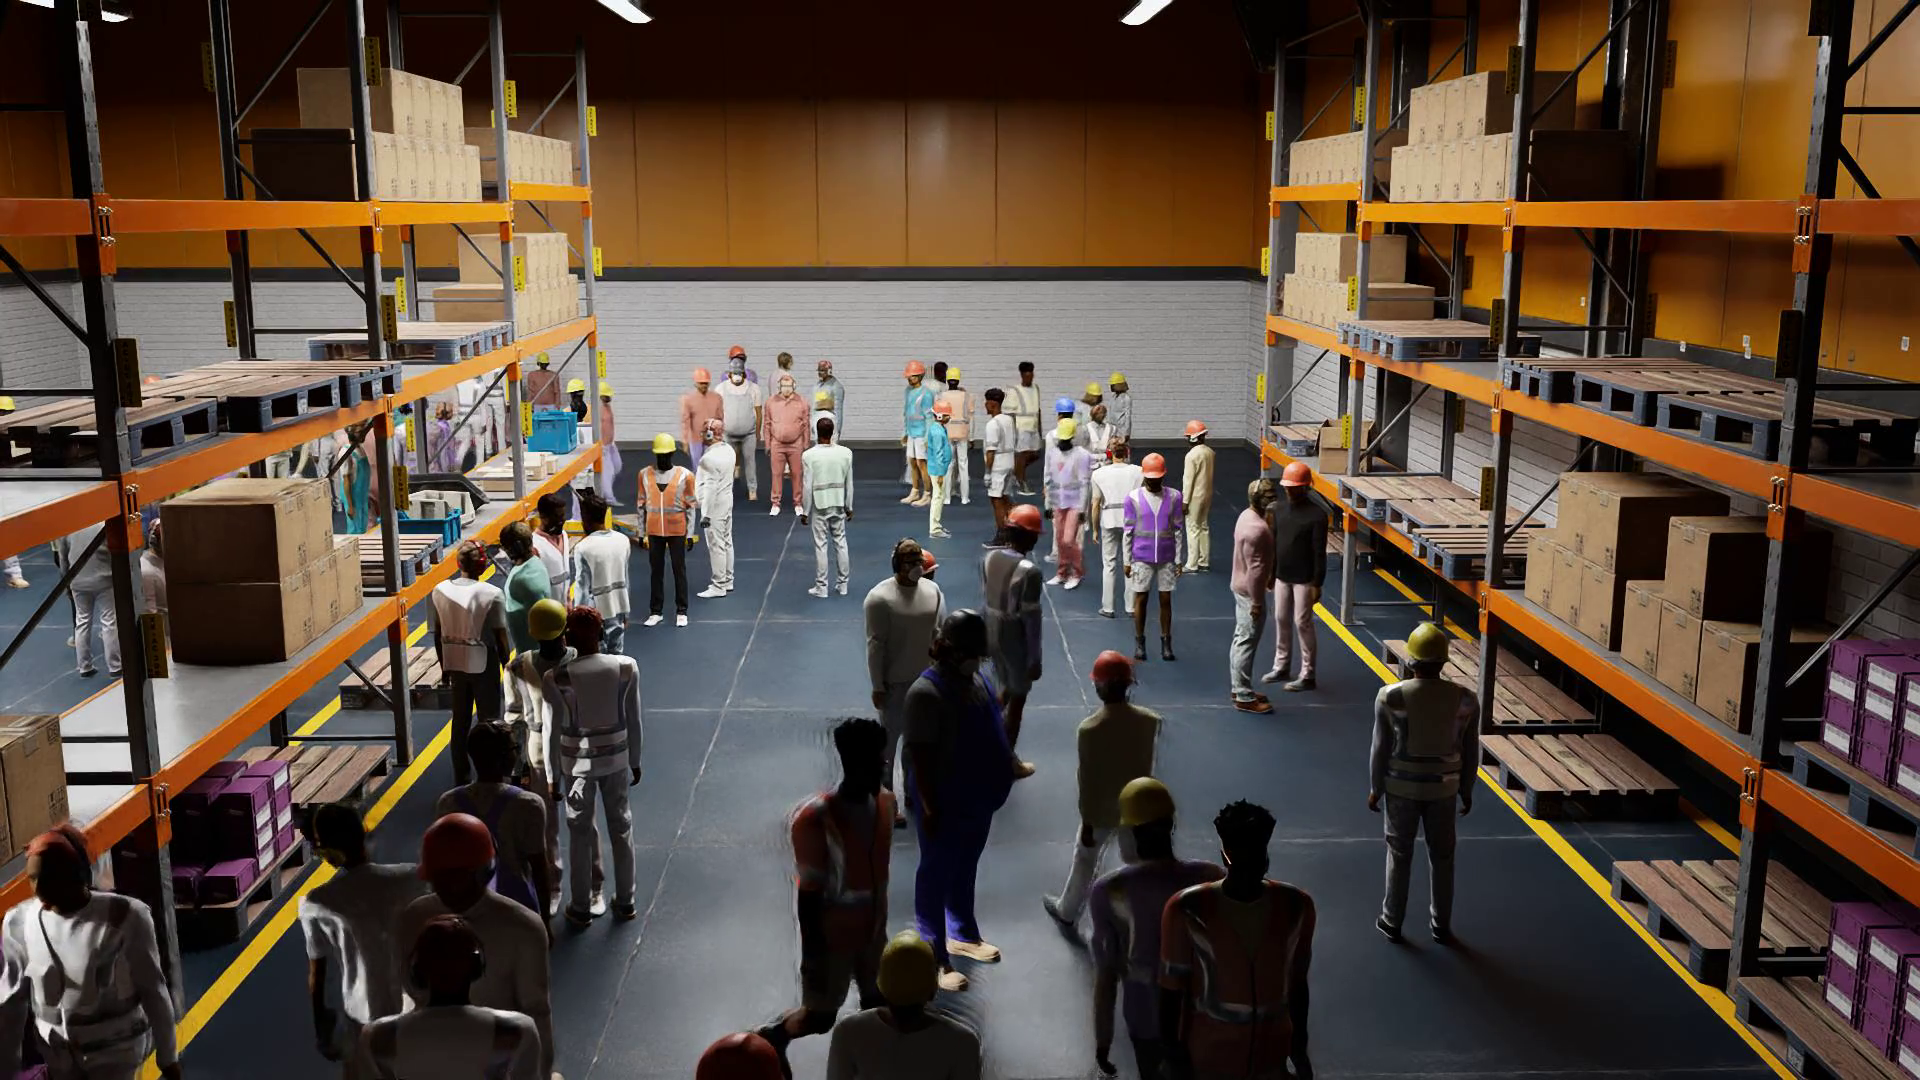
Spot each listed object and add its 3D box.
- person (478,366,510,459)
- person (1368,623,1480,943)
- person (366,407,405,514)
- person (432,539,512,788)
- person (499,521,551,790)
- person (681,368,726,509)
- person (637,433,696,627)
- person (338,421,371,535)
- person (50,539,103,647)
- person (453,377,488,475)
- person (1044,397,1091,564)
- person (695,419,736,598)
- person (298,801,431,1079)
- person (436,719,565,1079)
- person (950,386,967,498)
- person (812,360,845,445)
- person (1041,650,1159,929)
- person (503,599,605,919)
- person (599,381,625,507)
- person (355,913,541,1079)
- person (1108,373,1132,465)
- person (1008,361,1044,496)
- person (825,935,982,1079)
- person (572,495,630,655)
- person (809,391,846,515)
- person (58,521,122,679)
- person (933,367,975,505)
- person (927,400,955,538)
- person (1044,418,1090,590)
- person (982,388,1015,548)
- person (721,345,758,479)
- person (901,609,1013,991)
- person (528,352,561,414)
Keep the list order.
[{"bbox_3d":[-7.678,-2.271,27.416,0.585,1.881,0.337,4,12,18],"label":"person"},{"bbox_3d":[2.584,1.362,9.318,0.601,1.832,0.404,1,11,3],"label":"person"},{"bbox_3d":[-7.852,-1.285,22.523,0.658,1.860,0.914,4,12,20],"label":"person"},{"bbox_3d":[-3.385,0.909,11.566,0.571,1.843,0.372,4,12,18],"label":"person"},{"bbox_3d":[-3.063,0.811,11.839,0.378,1.933,0.628,-3,12,-17],"label":"person"},{"bbox_3d":[-3.458,-1.348,22.601,0.649,1.948,0.948,-5,12,-22],"label":"person"},{"bbox_3d":[-2.895,-0.098,16.404,0.587,1.930,0.359,1,11,4],"label":"person"},{"bbox_3d":[-6.610,-0.422,18.239,0.325,1.843,0.517,0,11,0],"label":"person"},{"bbox_3d":[-8.255,0.024,15.659,0.404,1.986,0.619,8,14,36],"label":"person"},{"bbox_3d":[-7.420,-1.812,25.161,0.592,1.869,0.691,3,12,13],"label":"person"},{"bbox_3d":[1.240,-0.691,19.352,0.605,1.939,0.410,-6,13,-28],"label":"person"},{"bbox_3d":[-2.613,-0.342,17.684,0.410,1.909,0.642,2,11,11],"label":"person"},{"bbox_3d":[-2.279,1.910,6.601,0.657,1.833,0.335,-3,12,-16],"label":"person"},{"bbox_3d":[-2.092,1.712,7.547,0.506,1.842,0.348,1,11,5],"label":"person"},{"bbox_3d":[-0.075,-1.356,23.519,0.338,1.606,0.666,1,11,5],"label":"person"},{"bbox_3d":[-1.975,-1.703,24.540,0.400,1.900,0.646,-9,14,-38],"label":"person"},{"bbox_3d":[0.818,1.441,9.243,0.583,1.699,0.897,-7,13,-31],"label":"person"},{"bbox_3d":[-2.325,1.262,9.639,0.589,1.912,0.396,-2,11,-11],"label":"person"},{"bbox_3d":[-4.852,-1.327,22.995,0.399,1.748,0.550,2,12,12],"label":"person"},{"bbox_3d":[-1.641,2.136,5.407,0.602,1.860,0.514,-2,11,-10],"label":"person"},{"bbox_3d":[2.320,-1.583,24.354,0.324,1.731,0.492,-6,13,-29],"label":"person"},{"bbox_3d":[0.920,-1.627,24.021,0.629,1.946,0.507,-10,15,-42],"label":"person"},{"bbox_3d":[-0.211,2.158,5.624,0.537,1.715,0.938,2,12,12],"label":"person"},{"bbox_3d":[-2.786,0.594,12.999,0.405,1.909,0.597,6,13,26],"label":"person"},{"bbox_3d":[-1.789,-1.122,22.122,0.560,1.686,0.492,8,14,34],"label":"person"},{"bbox_3d":[-7.584,0.355,14.597,0.566,1.744,0.350,0,11,-1],"label":"person"},{"bbox_3d":[-0.086,-1.438,23.127,0.585,1.929,0.371,-1,11,-5],"label":"person"},{"bbox_3d":[-0.241,-0.893,20.870,0.349,1.740,0.575,0,11,-2],"label":"person"},{"bbox_3d":[1.169,-0.388,17.955,0.653,1.891,0.538,11,15,43],"label":"person"},{"bbox_3d":[0.463,-0.877,20.254,0.386,1.958,0.613,5,12,24],"label":"person"},{"bbox_3d":[-3.379,-1.958,25.488,0.601,2.035,0.414,-7,13,-33],"label":"person"},{"bbox_3d":[0.023,1.346,8.881,0.536,2.000,0.672,6,13,30],"label":"person"},{"bbox_3d":[-6.885,-2.240,27.580,0.525,1.761,0.343,-3,12,-16],"label":"person"}]
